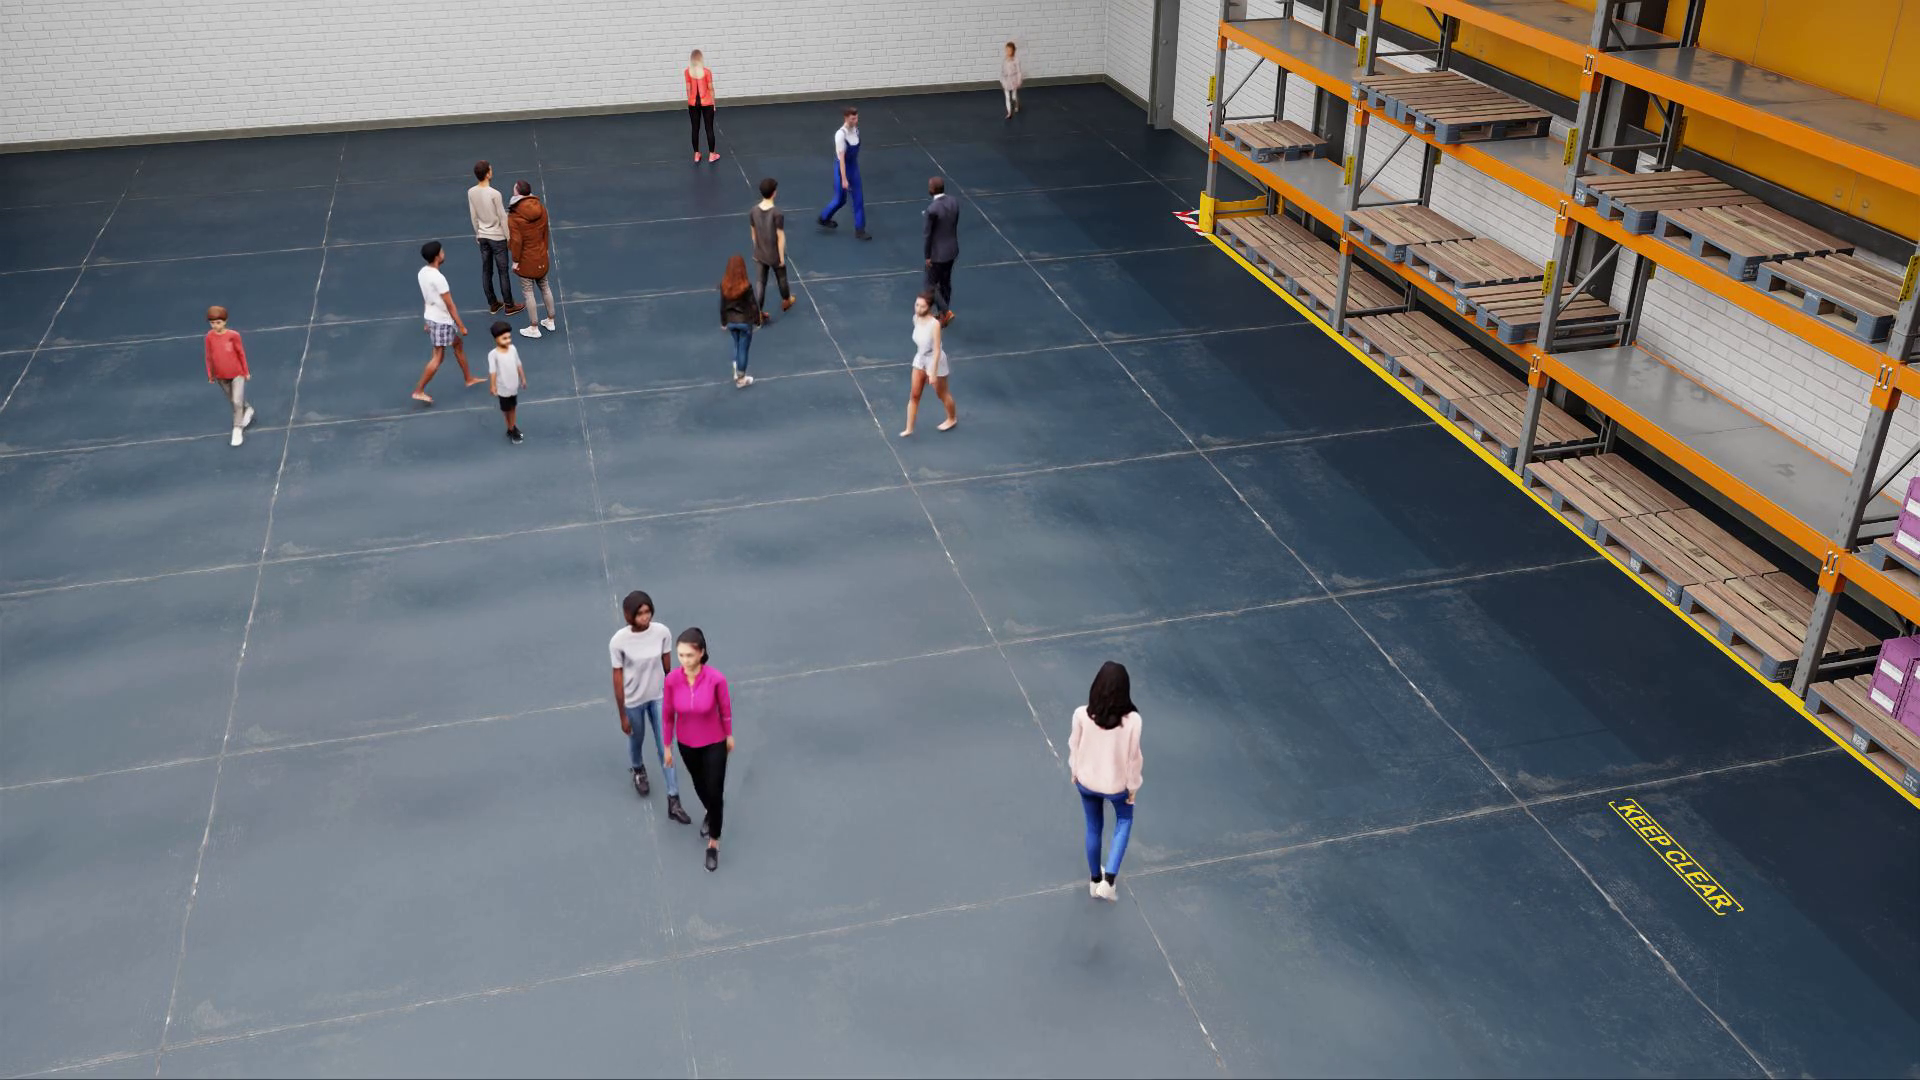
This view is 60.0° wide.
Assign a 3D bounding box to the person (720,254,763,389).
[{"bbox_3d":[-2.406,-2.335,17.926,0.668,1.471,0.706,11,31,19],"label":"person"}]

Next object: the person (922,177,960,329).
[{"bbox_3d":[-0.162,-3.292,19.383,0.821,1.757,0.855,-23,36,-35],"label":"person"}]

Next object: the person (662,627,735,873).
[{"bbox_3d":[-1.703,1.285,11.076,0.781,1.676,0.985,2,29,4],"label":"person"}]

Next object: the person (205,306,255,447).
[{"bbox_3d":[-7.397,-1.722,16.890,0.665,1.388,1.012,-1,29,-2],"label":"person"}]

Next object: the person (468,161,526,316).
[{"bbox_3d":[-5.582,-3.604,19.840,0.745,1.868,0.772,11,30,19],"label":"person"}]

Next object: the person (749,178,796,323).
[{"bbox_3d":[-2.290,-3.378,19.625,1.015,1.677,1.142,11,31,19],"label":"person"}]

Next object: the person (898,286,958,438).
[{"bbox_3d":[-0.245,-1.816,16.850,0.927,1.591,0.993,-21,35,-33],"label":"person"}]

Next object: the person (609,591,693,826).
[{"bbox_3d":[-2.204,1.084,11.435,0.703,1.685,1.066,-12,31,-21],"label":"person"}]

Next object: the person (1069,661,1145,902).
[{"bbox_3d":[0.888,1.581,10.447,0.825,1.759,0.892,8,30,14],"label":"person"}]

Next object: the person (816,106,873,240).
[{"bbox_3d":[-1.581,-4.942,22.358,1.190,1.806,1.055,16,33,27],"label":"person"}]

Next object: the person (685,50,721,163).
[{"bbox_3d":[-4.013,-6.727,25.747,0.668,1.694,0.656,4,29,7],"label":"person"}]

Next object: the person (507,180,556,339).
[{"bbox_3d":[-4.958,-3.264,19.246,0.910,1.839,0.858,18,33,30],"label":"person"}]

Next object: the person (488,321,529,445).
[{"bbox_3d":[-4.628,-1.630,16.866,0.753,1.250,0.667,25,38,38],"label":"person"}]

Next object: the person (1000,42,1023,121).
[{"bbox_3d":[0.875,-7.769,28.080,0.722,1.288,0.794,12,31,21],"label":"person"}]

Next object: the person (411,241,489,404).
[{"bbox_3d":[-5.560,-2.264,17.567,0.990,1.691,1.165,-19,34,-31],"label":"person"}]
